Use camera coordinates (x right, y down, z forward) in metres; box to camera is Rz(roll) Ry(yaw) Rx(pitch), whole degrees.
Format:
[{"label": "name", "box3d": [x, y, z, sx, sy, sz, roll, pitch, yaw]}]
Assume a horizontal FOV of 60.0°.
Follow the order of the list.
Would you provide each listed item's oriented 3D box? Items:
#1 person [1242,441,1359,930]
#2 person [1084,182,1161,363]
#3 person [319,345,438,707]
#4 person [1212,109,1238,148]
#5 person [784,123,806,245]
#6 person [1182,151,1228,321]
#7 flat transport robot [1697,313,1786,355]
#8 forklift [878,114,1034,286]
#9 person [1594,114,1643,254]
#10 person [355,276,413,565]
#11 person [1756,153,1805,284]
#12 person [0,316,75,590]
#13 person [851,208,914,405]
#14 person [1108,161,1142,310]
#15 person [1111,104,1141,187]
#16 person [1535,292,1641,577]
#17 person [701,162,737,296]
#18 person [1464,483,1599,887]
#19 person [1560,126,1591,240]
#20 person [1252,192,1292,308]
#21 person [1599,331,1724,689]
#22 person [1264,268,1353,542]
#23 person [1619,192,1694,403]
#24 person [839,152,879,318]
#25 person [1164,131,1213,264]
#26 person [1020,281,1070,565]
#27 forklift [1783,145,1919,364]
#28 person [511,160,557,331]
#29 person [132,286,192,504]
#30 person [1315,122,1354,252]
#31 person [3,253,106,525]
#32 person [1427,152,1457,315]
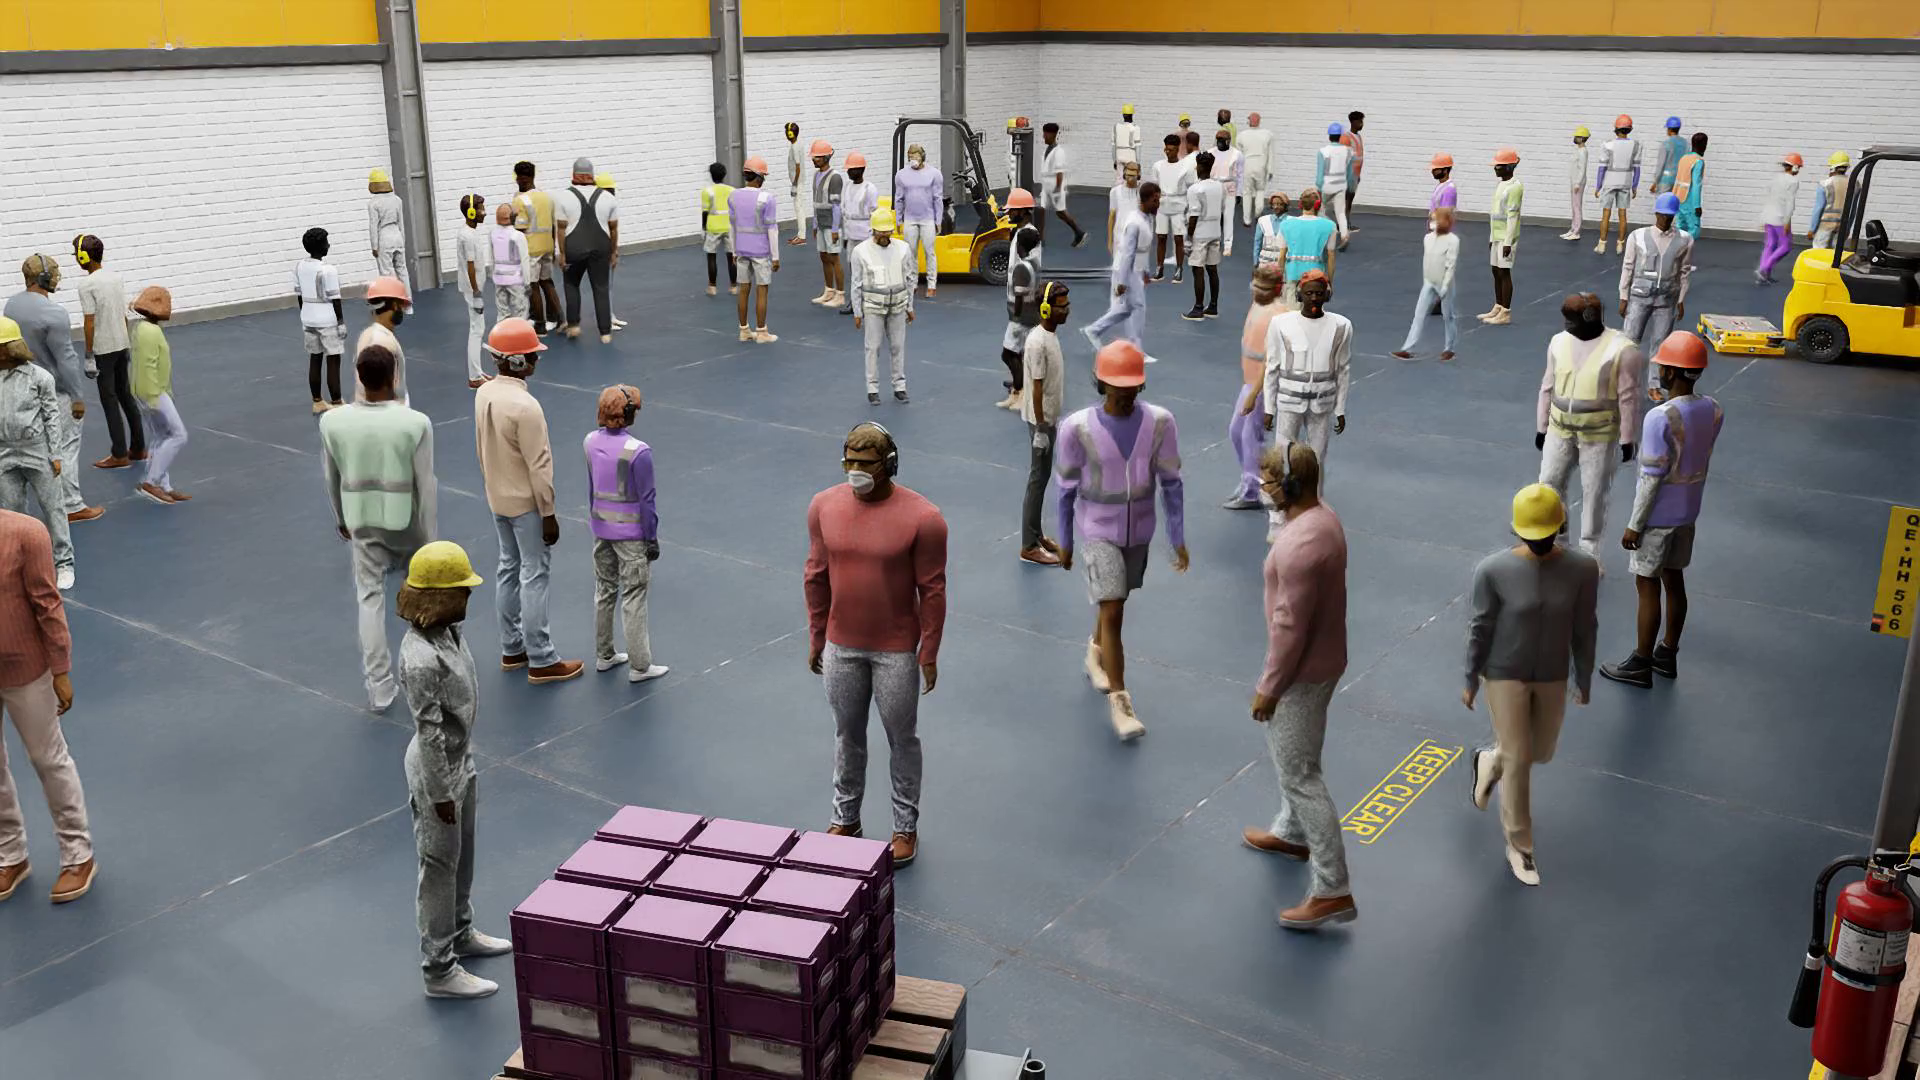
[{"label": "person", "box3d": [1.411, 0.565, 6.727, 0.563, 1.905, 0.836, 6, 19, 18]}, {"label": "person", "box3d": [1.679, -2.764, 17.164, 0.775, 1.876, 0.618, 6, 19, 17]}, {"label": "person", "box3d": [-3.058, -0.116, 8.899, 0.605, 1.861, 1.000, -1, 18, -4]}, {"label": "person", "box3d": [4.708, -6.759, 29.721, 0.429, 1.841, 0.633, 9, 20, 26]}, {"label": "person", "box3d": [-2.560, -5.536, 25.859, 0.327, 1.865, 0.517, 0, 18, -1]}, {"label": "person", "box3d": [2.858, -3.562, 19.518, 0.611, 1.964, 0.364, -14, 23, -38]}, {"label": "flat transport robot", "box3d": [8.537, -2.263, 18.197, 0.652, 0.197, 1.431, 4, 18, 14]}, {"label": "forklift", "box3d": [-0.171, -4.594, 22.377, 2.313, 2.155, 1.214, 1, 18, 3]}, {"label": "person", "box3d": [9.810, -5.305, 24.838, 0.615, 2.047, 0.359, 2, 18, 8]}, {"label": "person", "box3d": [-3.767, -0.762, 10.876, 0.582, 1.890, 0.560, -11, 21, -30]}, {"label": "person", "box3d": [10.897, -4.258, 22.081, 0.474, 1.723, 0.580, -2, 18, -5]}, {"label": "person", "box3d": [-5.859, -0.530, 10.394, 0.487, 1.745, 0.290, -3, 18, -8]}, {"label": "person", "box3d": [-0.706, -2.150, 15.348, 0.601, 1.817, 0.403, -7, 19, -20]}, {"label": "person", "box3d": [2.003, -3.553, 19.697, 0.504, 1.839, 0.344, 0, 18, 1]}, {"label": "person", "box3d": [2.972, -6.787, 29.666, 0.588, 1.930, 0.359, 12, 21, 33]}, {"label": "person", "box3d": [4.046, -0.686, 10.781, 0.430, 1.818, 0.694, -16, 24, -40]}, {"label": "person", "box3d": [-3.047, -3.947, 21.187, 0.562, 1.684, 0.387, -12, 21, -32]}, {"label": "person", "box3d": [2.384, 0.544, 7.084, 0.537, 1.724, 0.693, -1, 18, -3]}, {"label": "person", "box3d": [9.787, -5.661, 26.403, 0.300, 1.772, 0.532, 4, 18, 12]}, {"label": "person", "box3d": [3.465, -2.986, 18.244, 0.522, 1.640, 0.306, 7, 19, 22]}, {"label": "person", "box3d": [3.763, -0.156, 8.911, 0.545, 1.939, 0.354, -12, 21, -32]}, {"label": "person", "box3d": [2.354, -0.902, 11.335, 0.575, 1.883, 0.355, 0, 18, 1]}, {"label": "person", "box3d": [6.418, -2.238, 15.404, 0.605, 1.949, 0.383, 4, 18, 11]}, {"label": "person", "box3d": [-1.203, -3.614, 19.728, 0.547, 1.938, 0.379, 17, 24, 42]}, {"label": "person", "box3d": [3.366, -4.915, 23.899, 0.662, 1.893, 0.476, -16, 24, -41]}, {"label": "person", "box3d": [0.564, -0.775, 10.960, 0.309, 1.868, 0.535, 3, 18, 9]}, {"label": "forklift", "box3d": [9.803, -2.879, 17.013, 2.313, 2.155, 1.214, 12, 21, 33]}, {"label": "person", "box3d": [-4.839, -3.334, 18.873, 0.594, 1.922, 0.384, 10, 20, 29]}, {"label": "person", "box3d": [-5.897, -1.060, 12.257, 0.348, 1.606, 0.563, -9, 20, -25]}, {"label": "person", "box3d": [5.685, -5.343, 25.187, 0.624, 1.912, 0.945, -4, 18, -12]}, {"label": "person", "box3d": [-6.403, -1.054, 11.748, 0.636, 1.928, 0.386, 10, 20, 29]}, {"label": "person", "box3d": [5.712, -3.653, 19.868, 0.389, 1.929, 0.545, 2, 18, 6]}]
